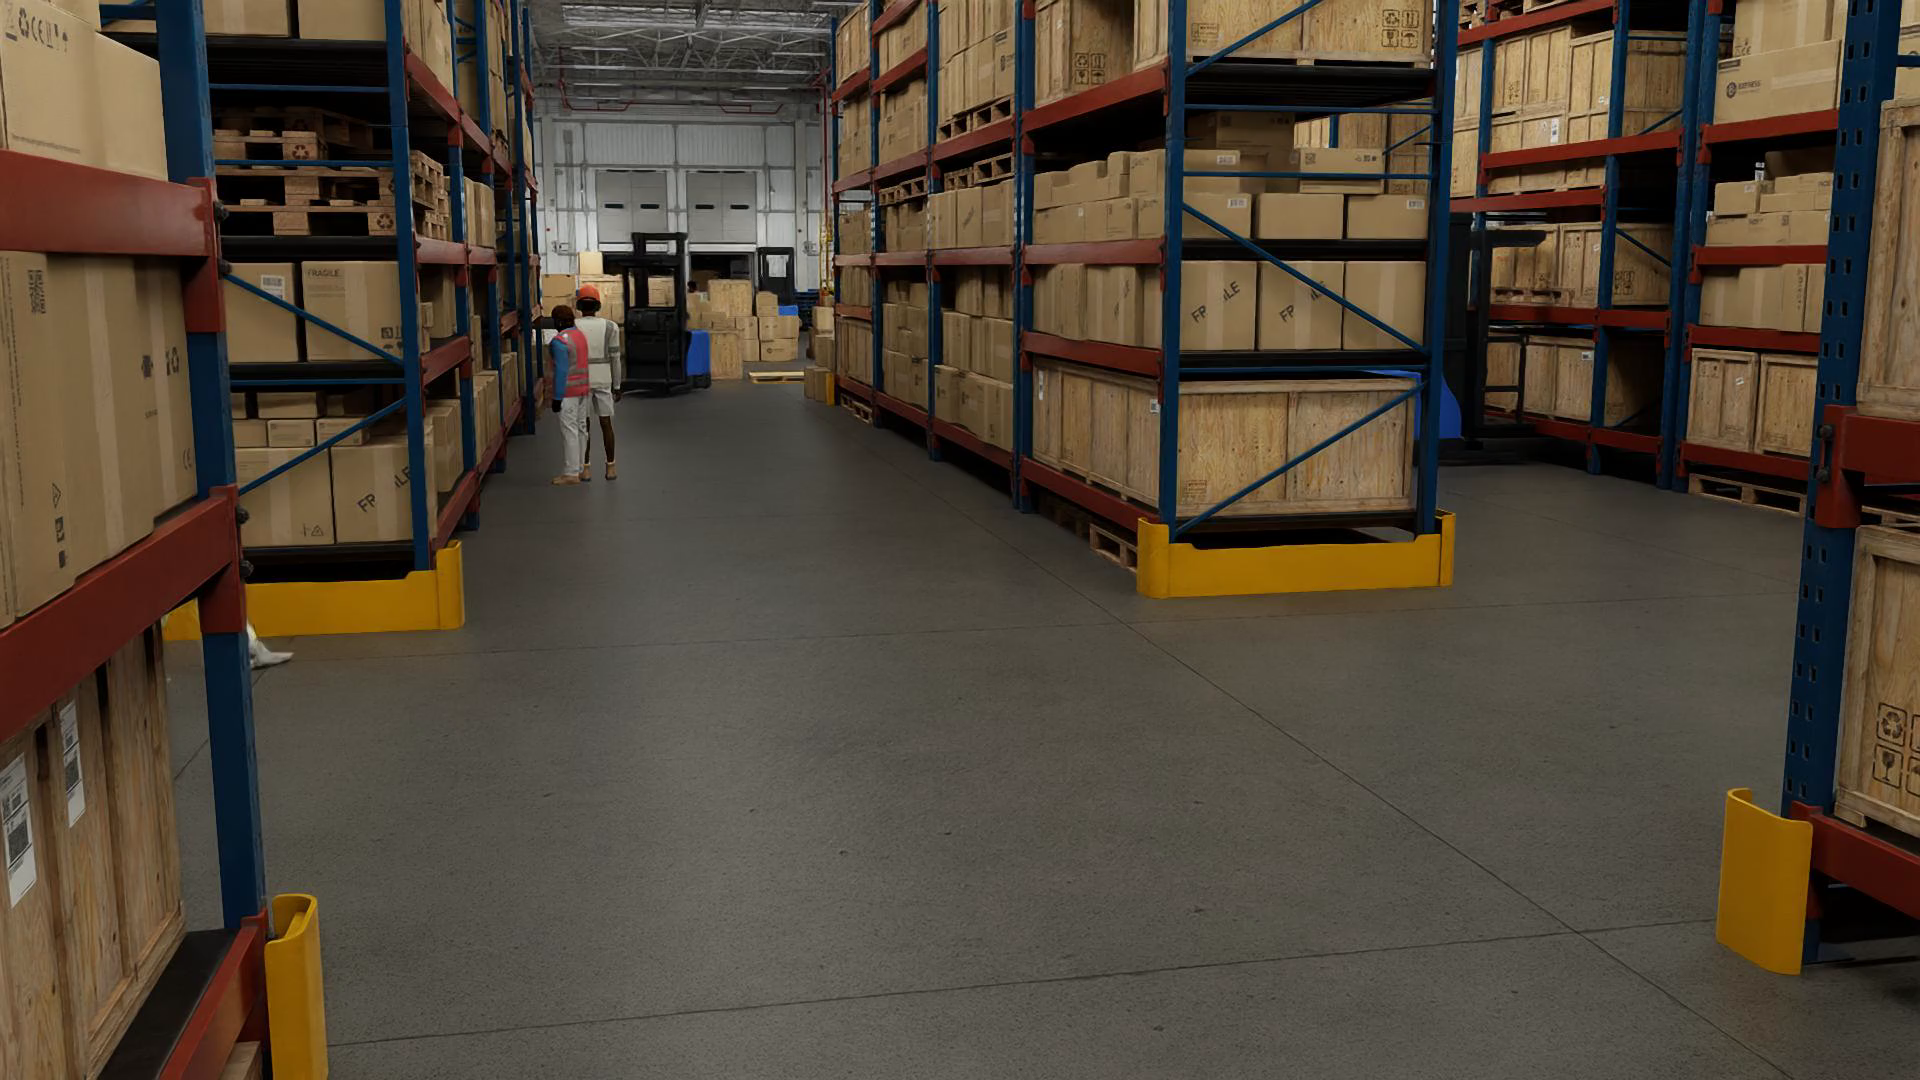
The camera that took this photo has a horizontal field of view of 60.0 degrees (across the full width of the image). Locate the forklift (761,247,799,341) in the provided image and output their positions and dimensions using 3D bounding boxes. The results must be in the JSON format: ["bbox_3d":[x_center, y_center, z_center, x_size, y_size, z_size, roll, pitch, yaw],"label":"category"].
[{"bbox_3d":[-5.458,-7.384,49.829,1.129,2.768,1.873,-2,10,-12],"label":"forklift"}]

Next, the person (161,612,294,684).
[{"bbox_3d":[-4.104,-0.022,8.884,0.876,1.588,0.543,-4,10,-22],"label":"person"}]

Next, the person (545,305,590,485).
[{"bbox_3d":[-4.018,-1.482,17.028,0.430,1.841,0.624,2,10,12],"label":"person"}]

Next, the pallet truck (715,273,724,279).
[{"bbox_3d":[-8.580,-8.986,62.280,1.885,1.965,0.823,1,9,5],"label":"pallet truck"}]

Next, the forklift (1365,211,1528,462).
[{"bbox_3d":[5.369,-2.304,18.867,1.873,2.768,1.129,-2,10,-12],"label":"forklift"}]

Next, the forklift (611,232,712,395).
[{"bbox_3d":[-5.243,-4.010,29.268,1.129,2.768,1.873,3,10,16],"label":"forklift"}]

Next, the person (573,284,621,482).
[{"bbox_3d":[-3.836,-1.627,17.290,0.614,2.041,0.393,-4,10,-23],"label":"person"}]

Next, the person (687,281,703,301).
[{"bbox_3d":[-6.529,-5.601,41.988,0.674,1.887,0.608,3,10,15],"label":"person"}]
